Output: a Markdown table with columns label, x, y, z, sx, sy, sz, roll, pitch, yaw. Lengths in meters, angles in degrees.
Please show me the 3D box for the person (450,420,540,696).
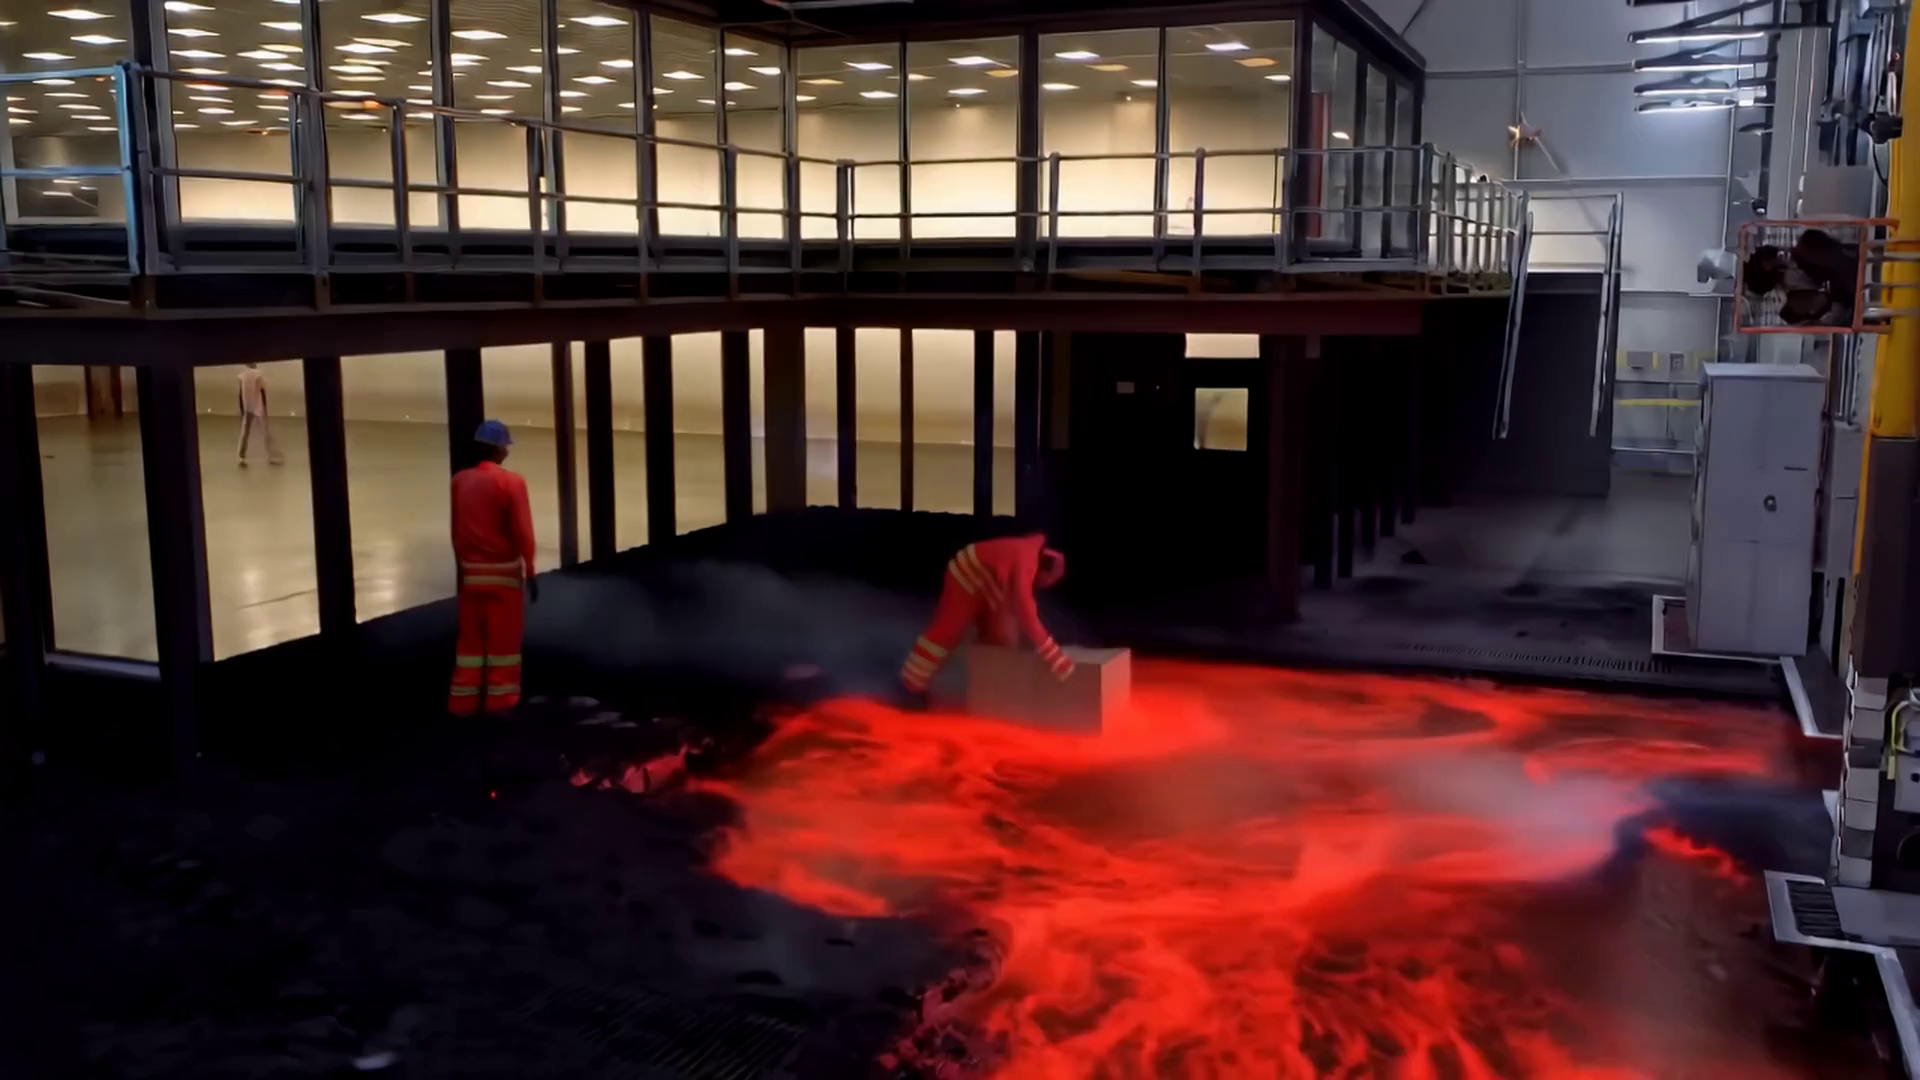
| label | x | y | z | sx | sy | sz | roll | pitch | yaw |
| --- | --- | --- | --- | --- | --- | --- | --- | --- | --- |
| person | -3.346 | 0.129 | 12.002 | 0.622 | 1.990 | 0.398 | 2 | 9 | 12 |
